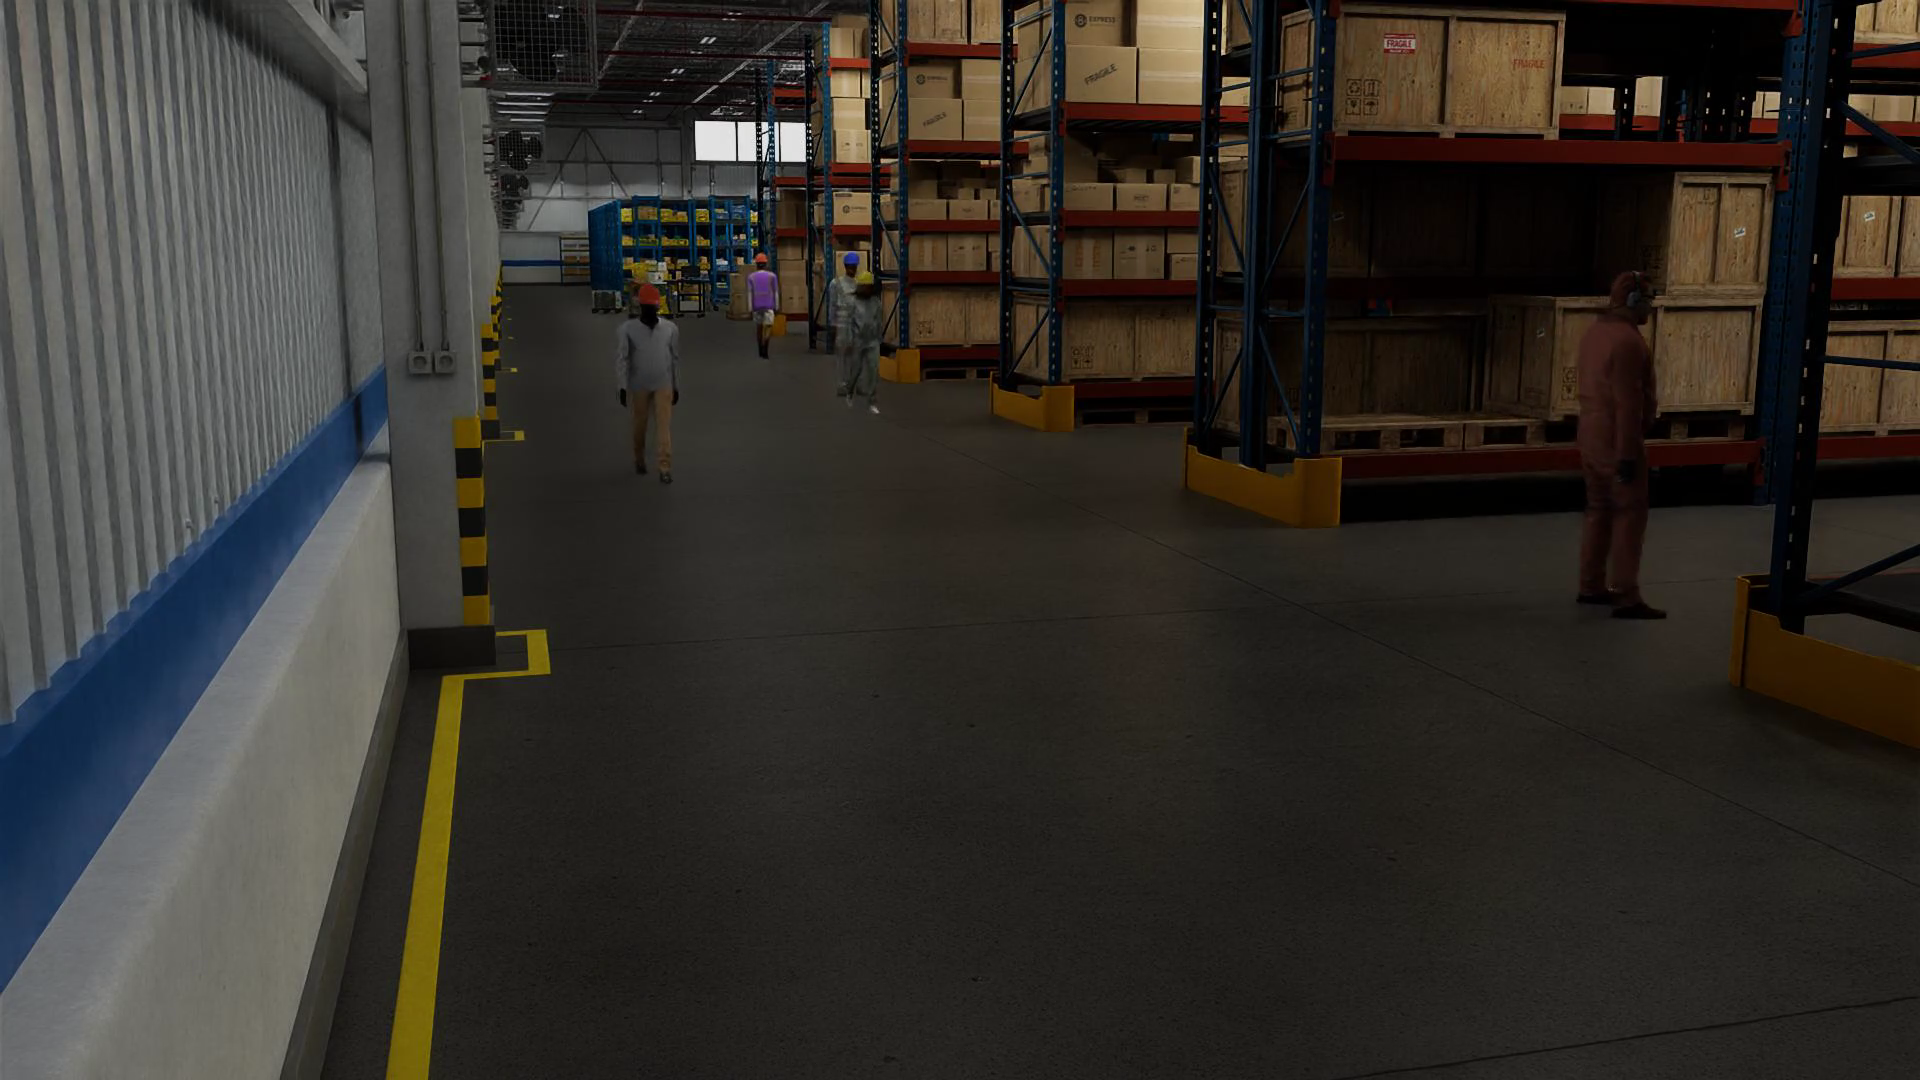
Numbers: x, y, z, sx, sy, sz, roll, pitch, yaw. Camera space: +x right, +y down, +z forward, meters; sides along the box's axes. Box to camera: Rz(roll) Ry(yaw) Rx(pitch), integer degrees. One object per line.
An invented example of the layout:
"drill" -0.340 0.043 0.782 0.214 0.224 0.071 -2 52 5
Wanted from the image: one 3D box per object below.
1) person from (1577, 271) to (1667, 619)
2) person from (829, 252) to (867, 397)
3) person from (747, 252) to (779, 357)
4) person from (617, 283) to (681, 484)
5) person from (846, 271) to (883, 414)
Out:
"person" 3.637 -0.525 9.146 0.444 1.892 0.650 0 10 -1
"person" -1.481 -2.920 22.538 0.605 1.951 0.383 -5 11 -24
"person" -3.580 -4.258 30.213 0.567 1.918 0.679 0 10 2
"person" -2.704 -1.373 14.459 0.570 1.714 0.889 -4 11 -20
"person" -1.174 -2.413 20.288 0.494 1.726 0.638 -4 11 -23
